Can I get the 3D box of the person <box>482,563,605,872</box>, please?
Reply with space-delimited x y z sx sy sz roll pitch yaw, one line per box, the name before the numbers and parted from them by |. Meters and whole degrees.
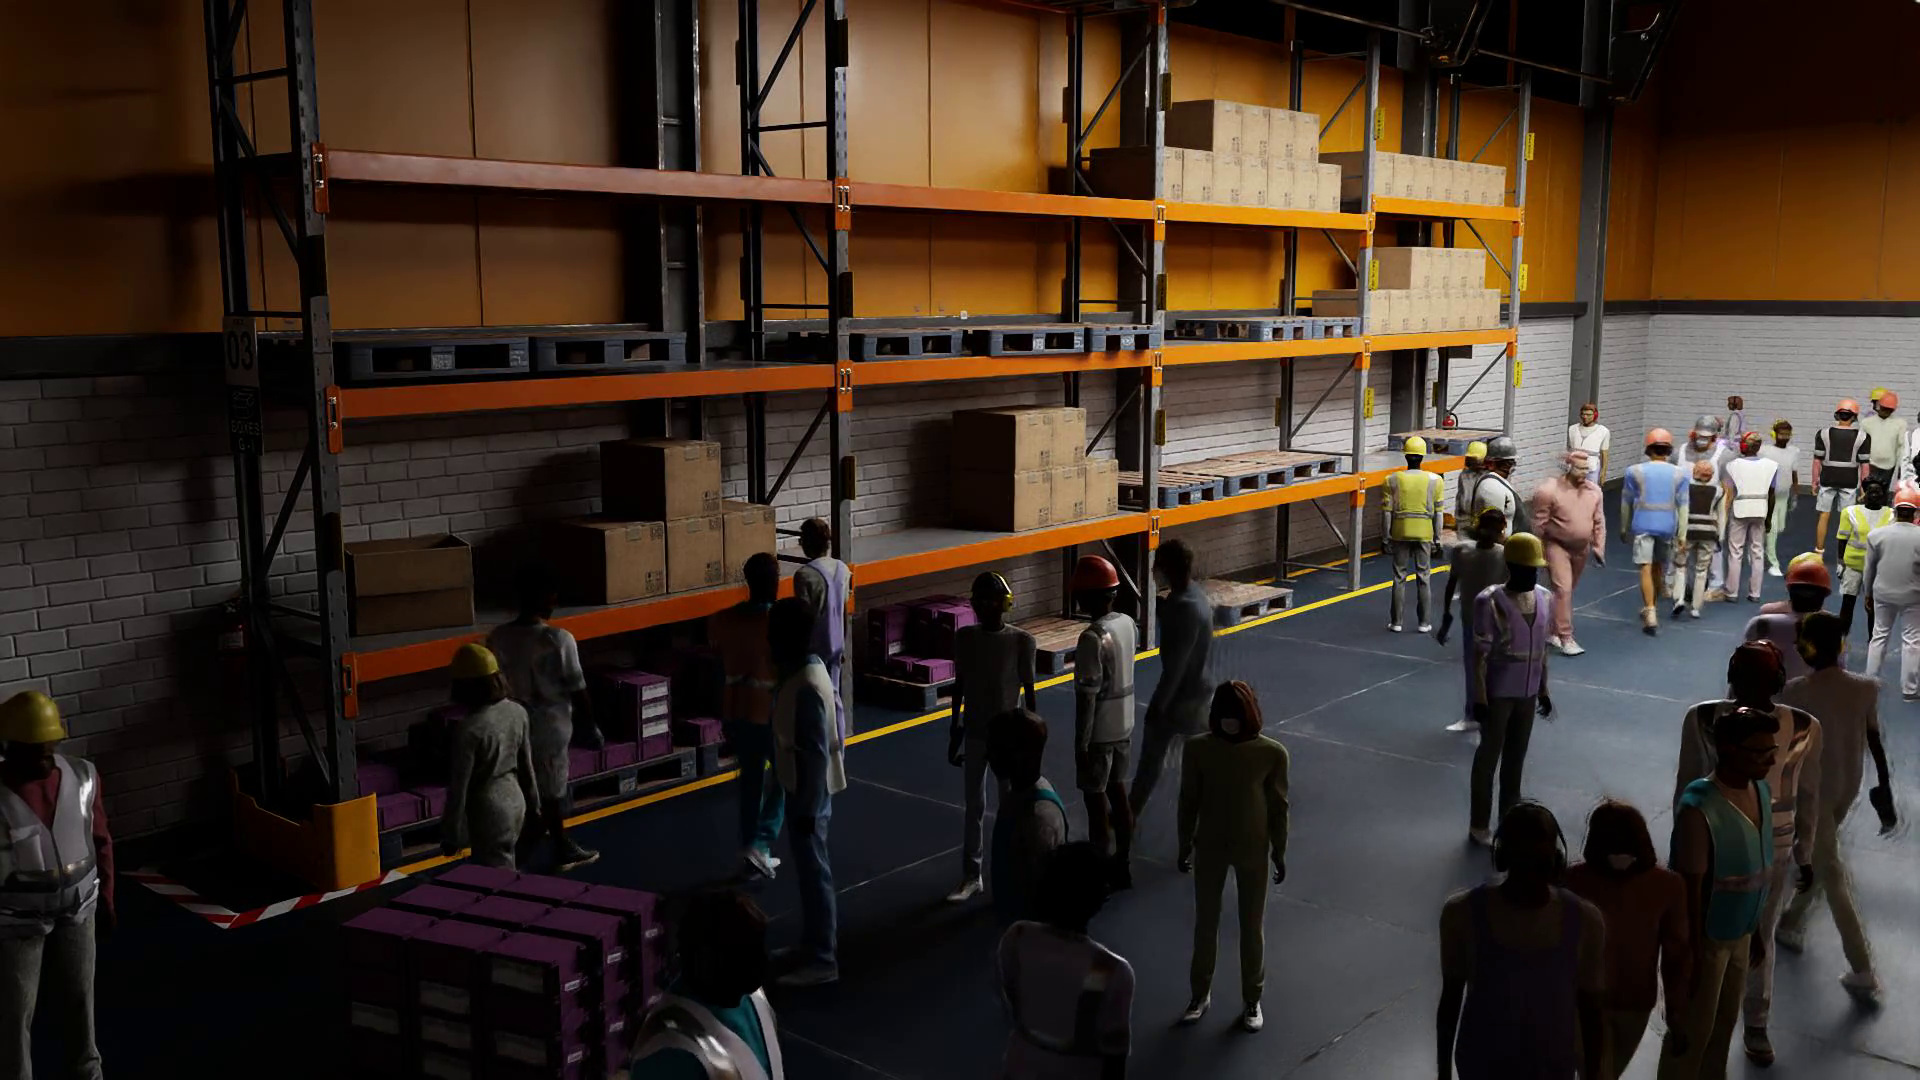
person | -2.352 1.057 9.254 0.593 1.890 1.010 5 10 31

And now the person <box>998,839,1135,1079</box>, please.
person | 0.339 1.772 5.387 0.530 1.652 0.870 6 11 35

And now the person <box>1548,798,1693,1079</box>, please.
person | 2.362 1.711 5.989 0.493 1.576 0.857 0 9 1

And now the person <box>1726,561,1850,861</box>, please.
person | 4.682 1.044 9.460 0.620 1.845 1.028 8 12 43

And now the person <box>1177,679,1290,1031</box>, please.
person | 1.247 1.435 7.633 0.508 1.632 0.264 3 9 16

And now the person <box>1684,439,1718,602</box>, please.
person | 7.986 -0.287 18.009 0.553 1.855 0.998 7 11 39

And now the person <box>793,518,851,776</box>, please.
person | -0.958 0.761 11.344 0.355 1.834 0.524 7 11 37

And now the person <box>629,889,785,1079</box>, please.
person | -0.633 1.824 4.481 0.447 1.832 0.651 1 9 10

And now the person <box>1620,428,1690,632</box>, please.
person | 6.866 -0.105 16.424 0.603 2.002 1.005 1 9 8

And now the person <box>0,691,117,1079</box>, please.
person | -3.678 1.491 6.664 0.403 1.824 0.594 6 11 36

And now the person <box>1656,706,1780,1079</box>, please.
person | 2.902 1.524 6.424 0.560 1.837 0.387 -8 12 -41

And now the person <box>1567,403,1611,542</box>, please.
person | 8.302 -0.895 22.019 0.394 1.836 0.561 -8 12 -42

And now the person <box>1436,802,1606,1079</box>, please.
person | 1.785 1.696 5.363 0.513 1.823 0.809 1 9 9

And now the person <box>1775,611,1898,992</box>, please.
person | 4.310 1.261 8.223 0.562 1.816 0.972 -2 9 -11

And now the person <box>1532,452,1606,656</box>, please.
person | 5.653 0.129 15.294 0.642 1.864 0.903 -2 9 -15

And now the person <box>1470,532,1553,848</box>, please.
person | 3.371 0.901 10.135 0.592 1.925 0.382 -4 10 -25

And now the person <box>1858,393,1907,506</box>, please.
person | 12.583 -1.064 22.780 0.647 1.949 1.018 4 10 24

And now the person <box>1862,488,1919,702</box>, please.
person | 7.730 0.445 13.668 0.568 1.744 0.350 8 12 44

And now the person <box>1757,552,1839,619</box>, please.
person | 5.183 0.953 10.311 0.314 1.769 0.523 -7 11 -37

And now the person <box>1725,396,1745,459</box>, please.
person | 12.297 -1.473 26.406 0.318 1.630 0.513 6 11 33

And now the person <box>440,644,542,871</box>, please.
person | -2.343 1.337 8.010 0.854 1.702 0.500 4 10 23

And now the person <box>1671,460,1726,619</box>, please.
person | 7.525 -0.007 16.969 0.545 1.614 0.448 3 9 16

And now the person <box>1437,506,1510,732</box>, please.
person | 3.860 0.627 12.337 0.579 1.812 0.745 7 11 40

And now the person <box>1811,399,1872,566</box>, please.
person | 10.607 -0.686 20.052 0.612 2.031 0.403 5 10 29

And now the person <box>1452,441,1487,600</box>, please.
person | 5.489 -0.190 17.761 0.312 1.742 0.493 -7 11 -39

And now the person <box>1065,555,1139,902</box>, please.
person | 0.765 1.041 9.235 0.385 1.929 0.543 6 10 32

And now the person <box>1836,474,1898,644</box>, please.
person | 8.238 0.245 15.102 0.532 1.697 0.319 3 9 21

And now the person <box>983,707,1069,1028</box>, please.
person | 0.253 1.532 6.331 0.325 1.841 0.516 -1 9 -4

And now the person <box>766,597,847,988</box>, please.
person | -0.748 1.217 8.130 0.372 1.914 0.597 -2 9 -11

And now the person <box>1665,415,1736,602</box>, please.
person | 7.921 -0.358 17.889 0.729 2.000 0.545 7 11 37

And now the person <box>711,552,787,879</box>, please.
person | -1.152 1.016 9.487 0.589 1.905 0.458 4 10 24

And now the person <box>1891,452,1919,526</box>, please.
person | 10.066 -0.106 17.444 0.545 1.674 0.635 6 11 36

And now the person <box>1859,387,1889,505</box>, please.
person | 13.108 -1.227 23.845 0.364 1.930 0.588 6 11 33

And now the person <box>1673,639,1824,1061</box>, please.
person | 3.454 1.355 7.343 0.585 1.881 0.337 3 9 21

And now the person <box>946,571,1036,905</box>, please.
person | 0.167 1.090 9.098 0.520 1.871 0.326 4 9 22

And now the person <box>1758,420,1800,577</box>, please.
person | 9.589 -0.518 19.622 0.530 1.834 0.775 0 9 -1

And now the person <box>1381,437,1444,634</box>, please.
person | 4.407 -0.045 16.231 0.585 1.928 0.369 2 9 13

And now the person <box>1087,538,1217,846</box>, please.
person | 1.231 0.933 10.056 0.988 1.888 0.639 0 9 -1

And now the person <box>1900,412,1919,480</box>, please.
person | 12.156 -0.753 20.970 0.352 1.877 0.576 -7 11 -37

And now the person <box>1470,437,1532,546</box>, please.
person | 4.901 0.077 15.083 0.538 2.000 0.684 2 9 10

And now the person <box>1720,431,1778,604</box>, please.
person | 8.381 -0.235 17.709 0.570 1.848 0.383 0 9 -1
